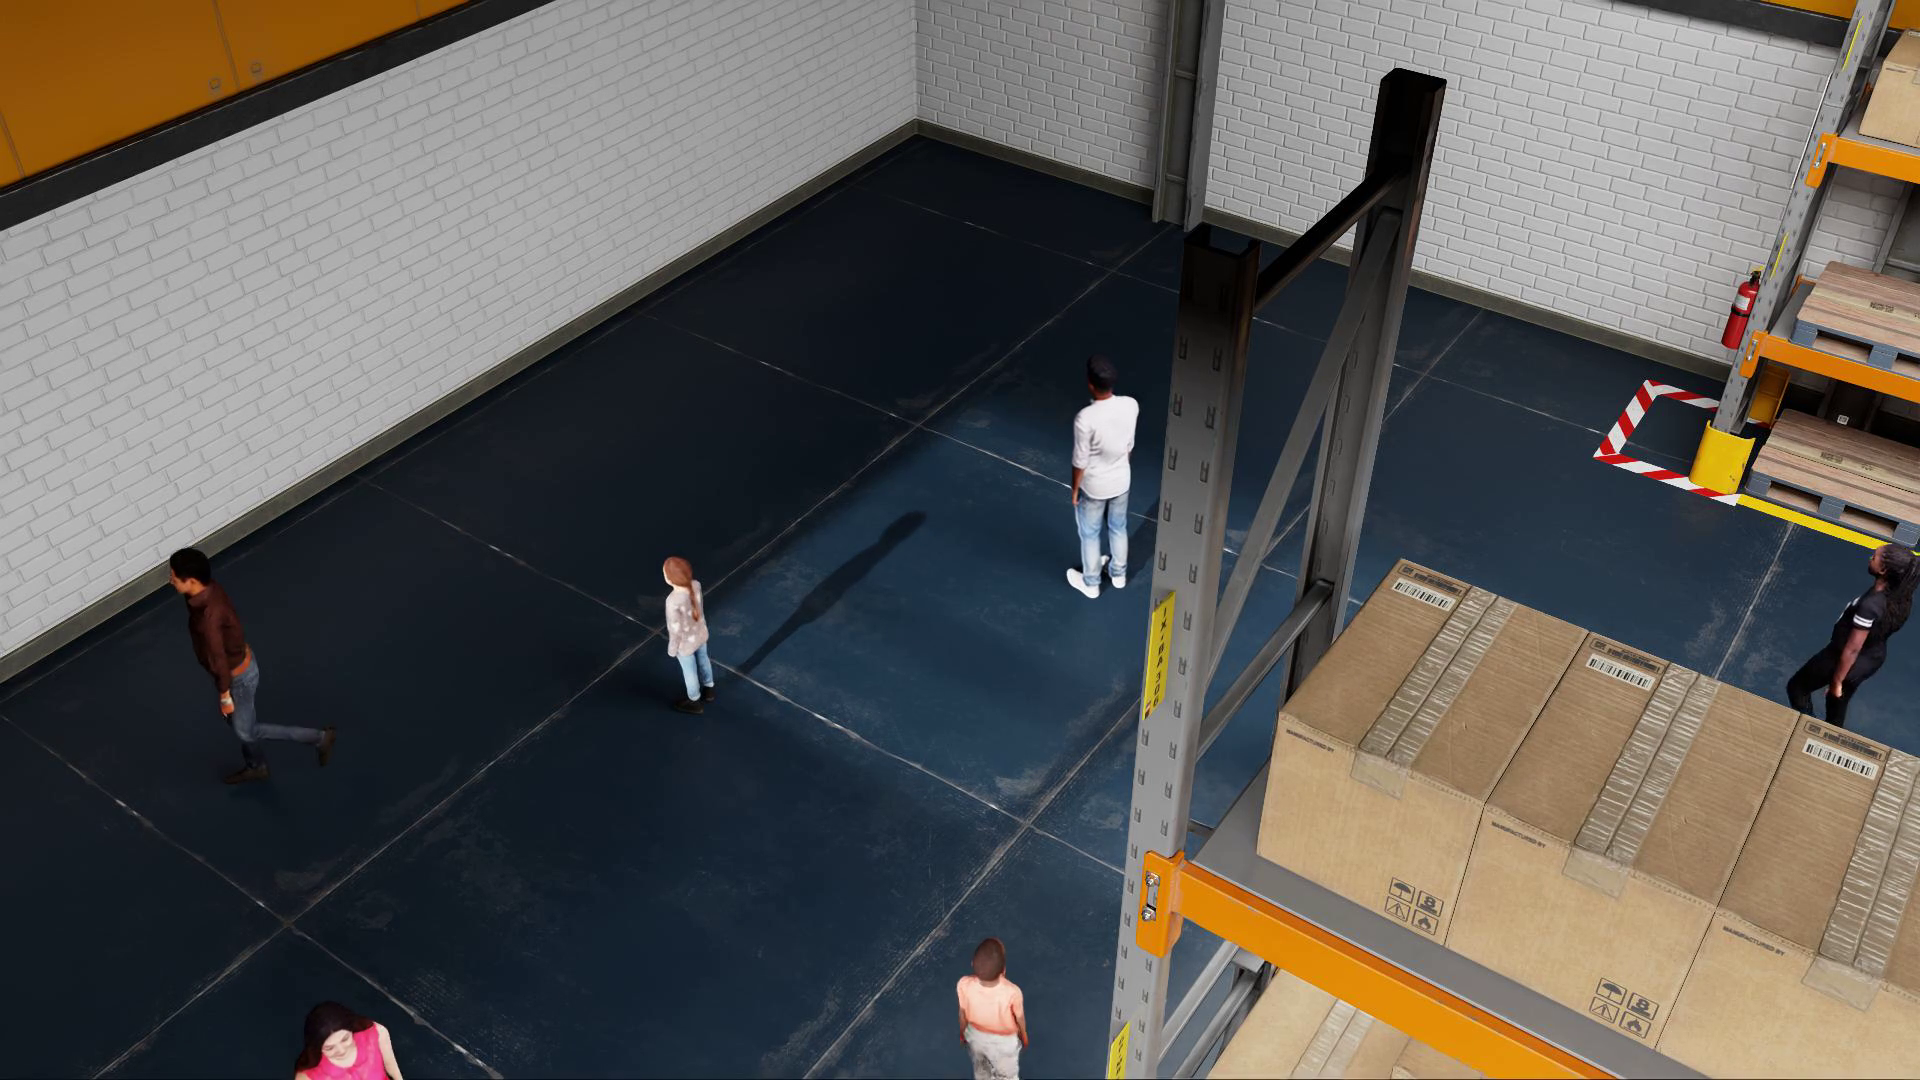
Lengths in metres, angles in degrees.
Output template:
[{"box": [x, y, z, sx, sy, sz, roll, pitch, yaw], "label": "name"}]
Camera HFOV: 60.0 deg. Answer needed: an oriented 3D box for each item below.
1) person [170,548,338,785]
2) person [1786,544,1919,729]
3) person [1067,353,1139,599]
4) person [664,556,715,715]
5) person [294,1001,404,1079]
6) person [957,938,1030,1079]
[{"box": [-4.135, 0.759, 9.671, 0.967, 1.763, 0.993, -17, 42, -20], "label": "person"}, {"box": [5.265, 0.759, 9.709, 0.710, 1.716, 0.746, -23, 44, -26], "label": "person"}, {"box": [0.958, -0.411, 11.110, 0.732, 1.796, 0.743, -17, 42, -21], "label": "person"}, {"box": [-1.687, 0.586, 10.343, 0.469, 1.194, 0.501, 20, 43, 23], "label": "person"}, {"box": [-2.707, 2.570, 7.500, 0.654, 1.643, 0.731, -31, 48, -33], "label": "person"}, {"box": [0.146, 2.405, 7.972, 0.732, 1.311, 0.649, 13, 41, 16], "label": "person"}]
